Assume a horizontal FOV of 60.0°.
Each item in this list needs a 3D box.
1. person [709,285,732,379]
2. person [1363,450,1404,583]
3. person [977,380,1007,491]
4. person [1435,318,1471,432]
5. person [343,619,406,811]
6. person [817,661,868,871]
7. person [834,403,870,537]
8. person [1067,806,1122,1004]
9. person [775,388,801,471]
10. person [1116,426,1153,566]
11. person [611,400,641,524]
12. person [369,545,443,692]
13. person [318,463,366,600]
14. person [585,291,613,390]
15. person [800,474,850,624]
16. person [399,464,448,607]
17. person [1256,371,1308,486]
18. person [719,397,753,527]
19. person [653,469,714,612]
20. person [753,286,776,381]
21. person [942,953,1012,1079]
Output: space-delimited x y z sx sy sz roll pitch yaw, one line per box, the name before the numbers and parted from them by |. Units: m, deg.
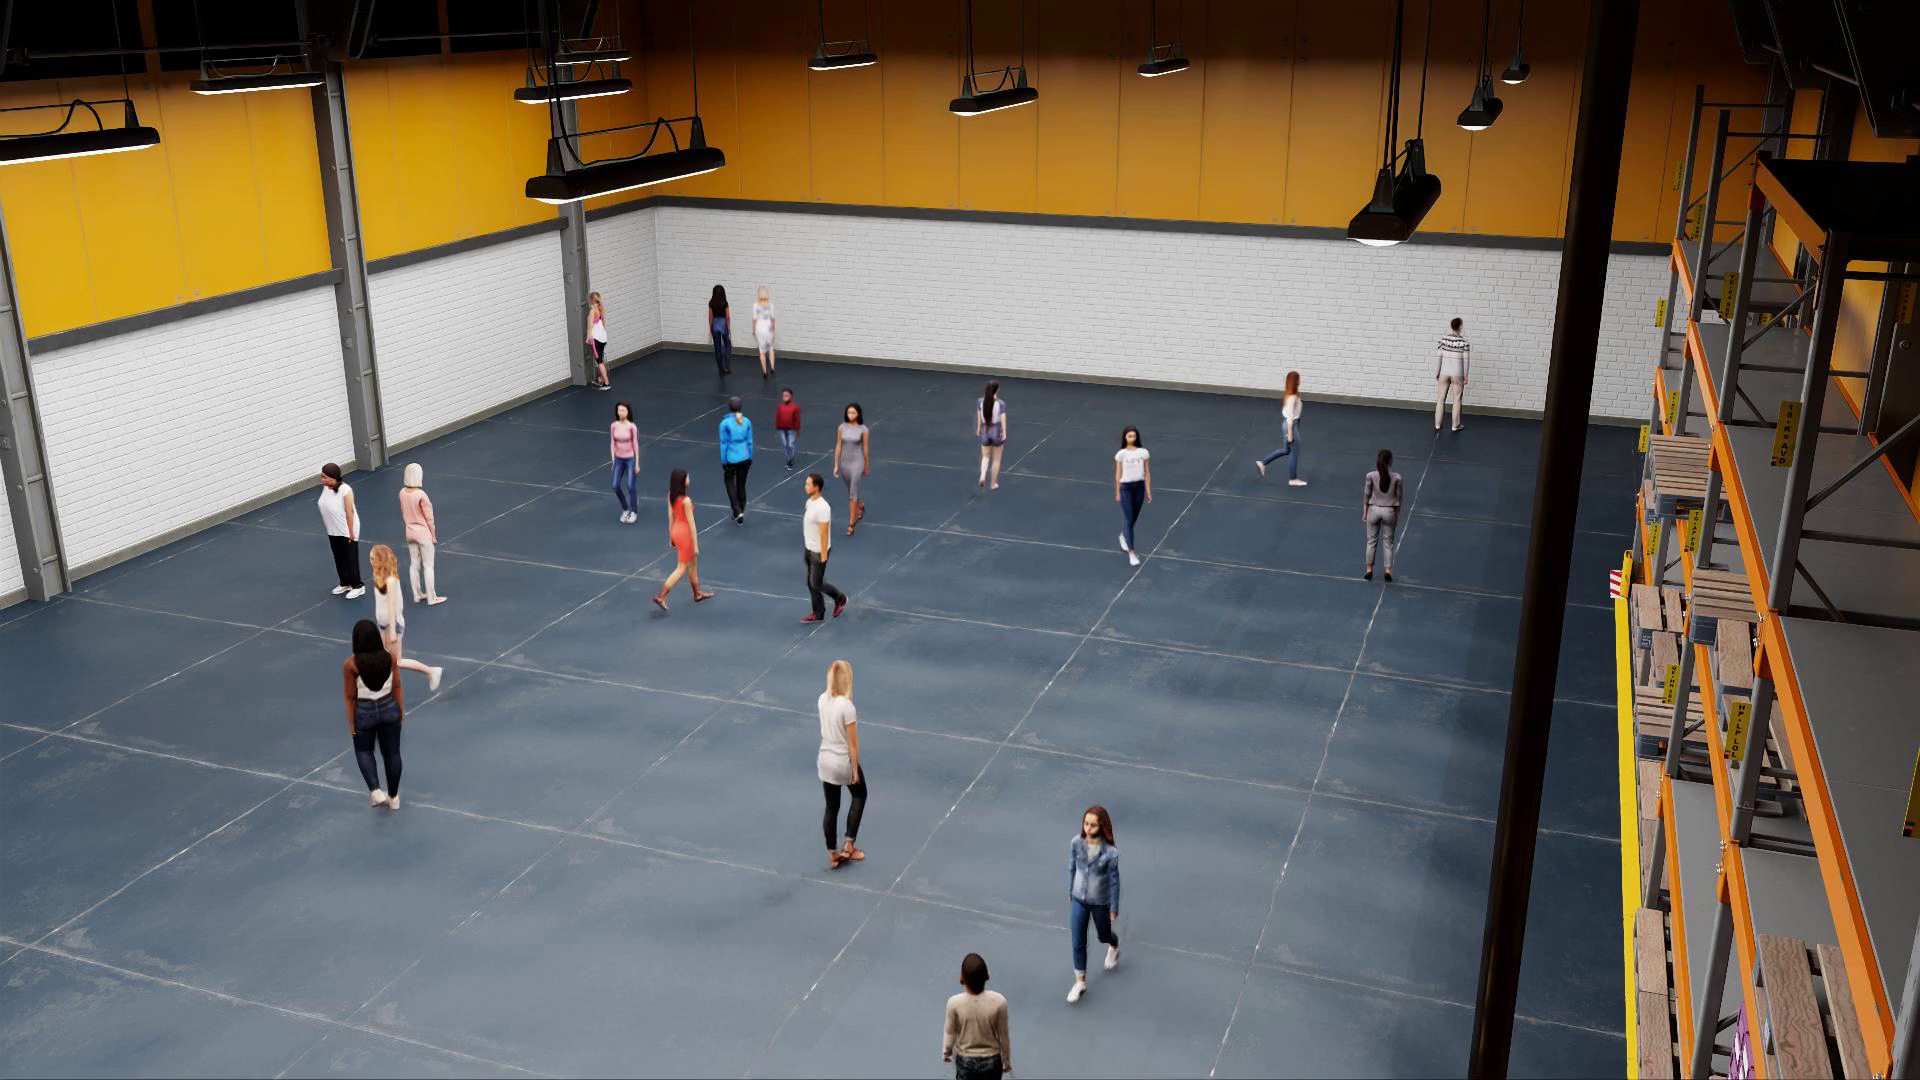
person | -4.490 -3.889 31.086 0.659 1.728 0.685 -2 19 -5
person | 5.196 -0.295 20.492 0.629 1.678 0.593 5 19 15
person | 0.431 -1.492 24.116 0.608 1.635 0.652 8 20 22
person | 8.127 -2.745 27.483 0.720 1.859 0.613 10 21 28
person | -5.149 1.587 14.704 0.834 1.805 0.894 -8 20 -23
person | -1.072 1.902 13.759 0.646 1.811 0.669 12 22 32
person | -1.432 -0.983 22.440 0.625 1.738 1.105 6 19 16
person | 1.009 2.614 12.201 0.670 1.456 0.975 10 21 27
person | -2.622 -1.721 25.411 0.559 1.242 0.723 4 19 12
person | 2.185 -0.610 21.328 1.024 1.742 1.197 -5 19 -15
person | -4.532 -1.089 22.768 0.625 1.730 0.657 4 19 13
person | -5.684 0.878 16.905 1.012 1.745 0.888 -12 22 -32
person | -7.448 -0.132 20.004 0.735 1.682 0.732 15 23 37
person | -6.557 -3.631 30.240 0.686 1.779 0.724 9 21 25
person | -1.561 0.104 19.129 0.952 1.791 0.887 -9 21 -26
person | -6.426 -0.076 19.769 0.620 1.725 0.549 9 21 25
person | 4.761 -1.627 24.396 0.766 1.711 0.971 3 19 9
person | -3.001 -1.043 22.549 0.779 1.782 0.836 -7 20 -20
person | -3.318 0.021 19.531 1.177 1.692 0.940 -16 24 -39
person | -3.629 -3.830 30.917 0.800 1.724 0.913 -4 19 -12
person | 0.113 3.259 10.283 0.719 1.458 0.803 -1 19 -2
